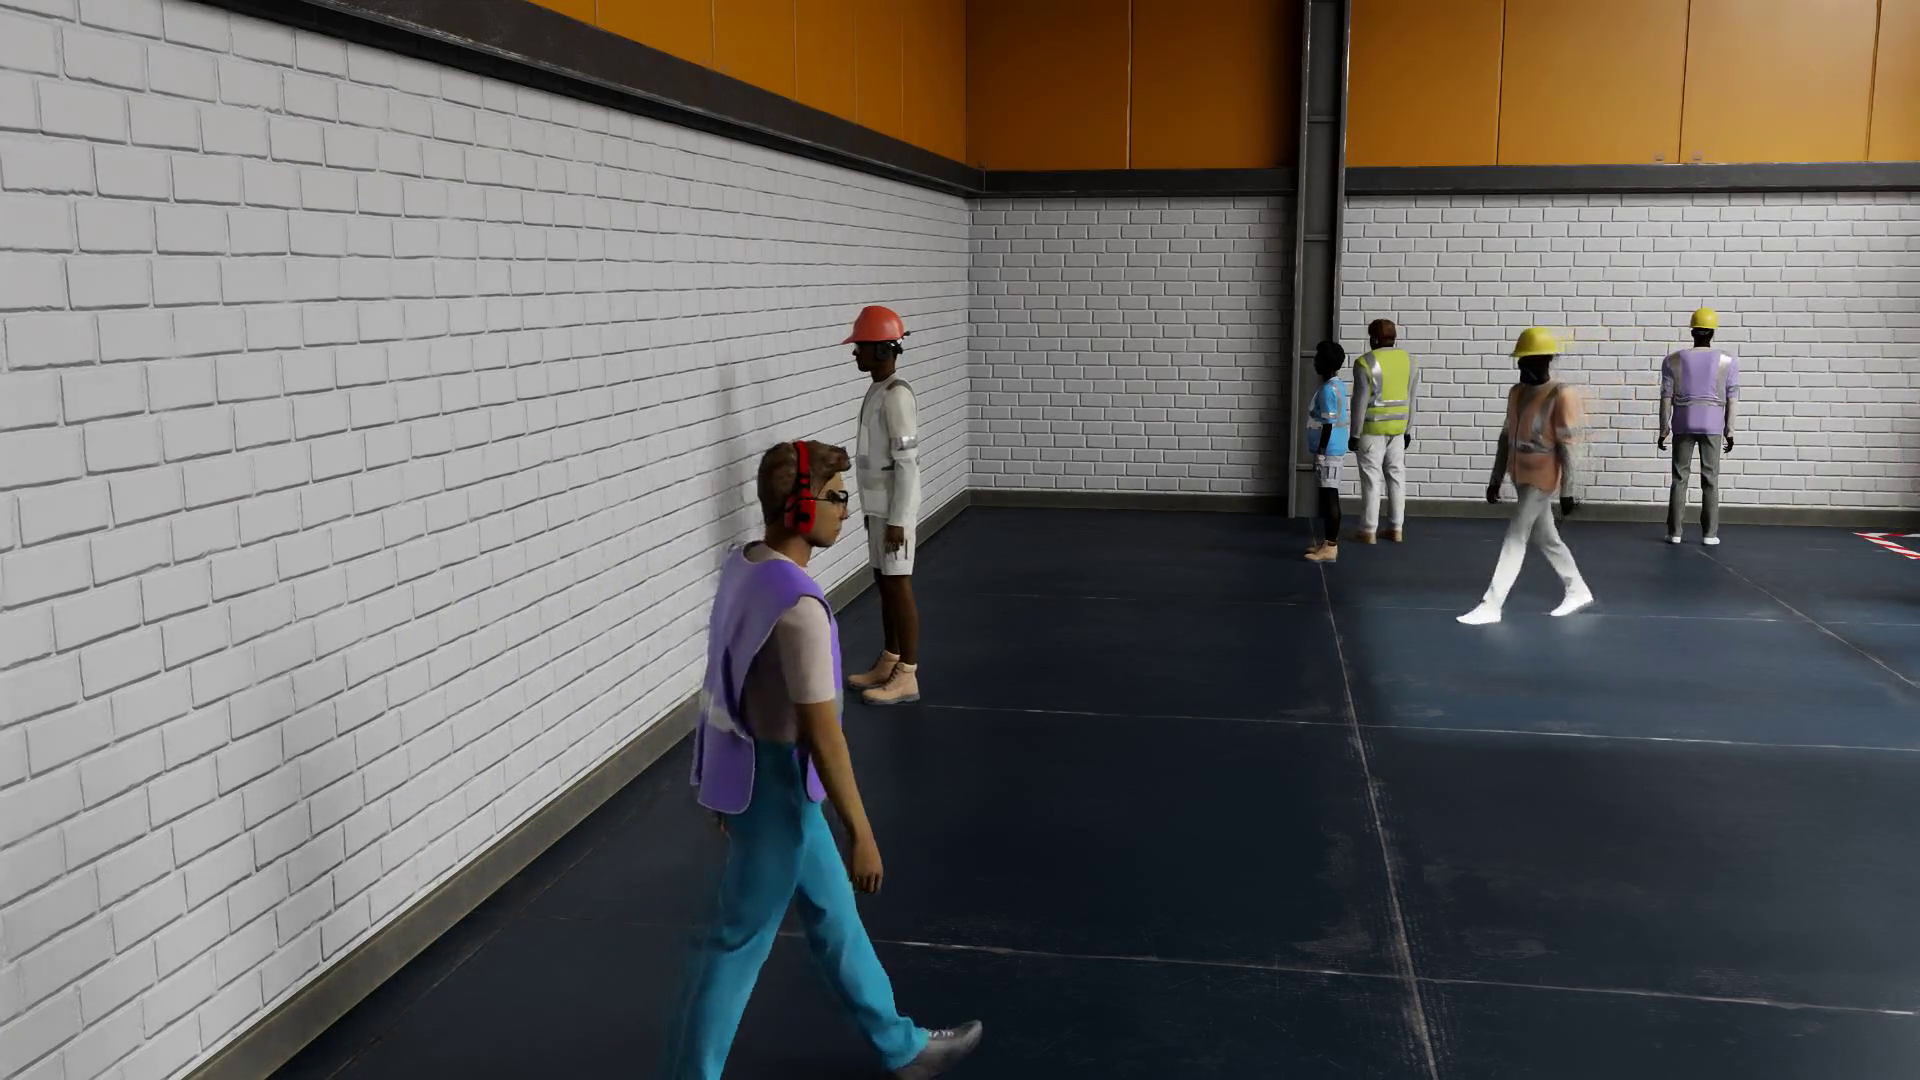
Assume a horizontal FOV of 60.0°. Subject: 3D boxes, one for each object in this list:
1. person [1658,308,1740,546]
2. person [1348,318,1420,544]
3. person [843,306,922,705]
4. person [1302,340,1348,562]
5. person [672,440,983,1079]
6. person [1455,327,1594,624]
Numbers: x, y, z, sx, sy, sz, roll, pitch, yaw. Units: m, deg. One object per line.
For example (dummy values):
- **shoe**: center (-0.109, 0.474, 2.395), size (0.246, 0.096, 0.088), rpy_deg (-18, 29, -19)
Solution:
- **person**: center (5.969, -0.909, 13.475), size (0.585, 1.928, 0.369), rpy_deg (4, 10, 23)
- **person**: center (3.437, -0.889, 13.624), size (0.634, 1.839, 0.429), rpy_deg (-4, 10, -24)
- **person**: center (-0.399, -0.175, 8.558), size (0.393, 2.044, 0.609), rpy_deg (-2, 9, -14)
- **person**: center (2.809, -0.676, 12.746), size (0.318, 1.697, 0.535), rpy_deg (3, 10, 18)
- **person**: center (-0.346, 0.647, 4.195), size (0.940, 1.793, 0.600), rpy_deg (-3, 10, -17)
- **person**: center (3.649, -0.405, 10.525), size (1.005, 1.882, 0.603), rpy_deg (-2, 9, -12)
